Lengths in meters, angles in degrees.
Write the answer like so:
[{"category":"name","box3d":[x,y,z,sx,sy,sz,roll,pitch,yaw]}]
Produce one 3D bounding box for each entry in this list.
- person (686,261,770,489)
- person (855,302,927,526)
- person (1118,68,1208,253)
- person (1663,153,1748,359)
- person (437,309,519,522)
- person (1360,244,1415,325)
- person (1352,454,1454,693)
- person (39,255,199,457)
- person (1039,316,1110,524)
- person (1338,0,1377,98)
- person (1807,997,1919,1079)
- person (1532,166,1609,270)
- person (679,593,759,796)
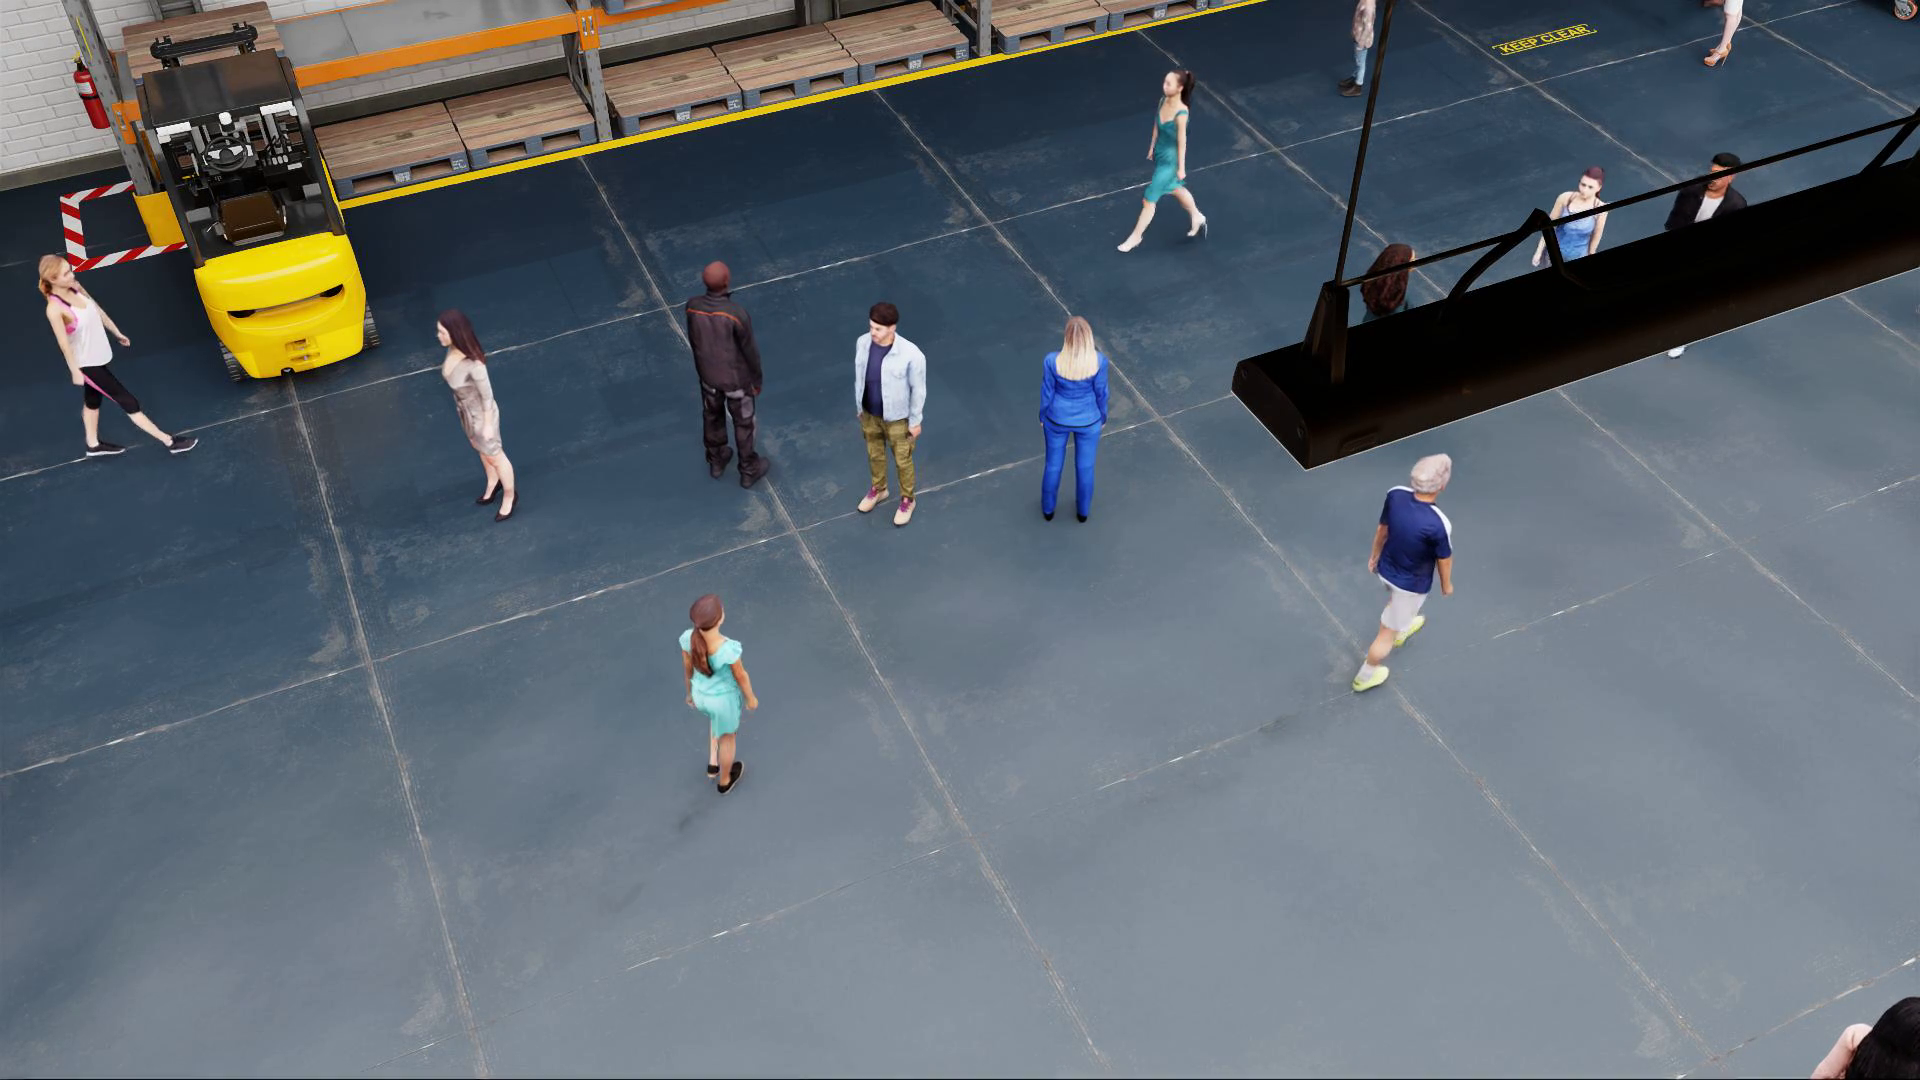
[{"category":"person","box3d":[-1.659,-1.169,11.743,0.777,1.817,0.832,15,46,15]},{"category":"person","box3d":[-0.490,-0.882,11.447,0.762,1.809,0.779,21,47,21]},{"category":"person","box3d":[1.821,-3.178,13.976,1.072,1.645,0.656,-13,45,-13]},{"category":"person","box3d":[5.726,-2.245,12.890,0.731,1.792,0.765,-30,51,-28]},{"category":"person","box3d":[-3.326,-0.873,11.483,0.588,1.746,0.638,-28,50,-27]},{"category":"person","box3d":[3.085,-1.467,12.201,0.633,1.617,0.631,-12,45,-12]},{"category":"person","box3d":[2.681,0.255,10.252,1.009,1.811,0.708,-23,48,-22]},{"category":"person","box3d":[-6.307,-1.271,11.901,1.181,1.746,0.897,-3,44,-3]},{"category":"person","box3d":[0.778,-0.815,11.457,0.657,1.698,0.768,4,44,4]},{"category":"person","box3d":[3.903,-4.882,16.091,0.589,1.194,0.553,4,44,5]},{"category":"person","box3d":[4.186,2.669,7.784,0.697,1.719,0.700,24,49,23]},{"category":"person","box3d":[4.770,-2.247,13.050,0.860,1.574,1.134,30,51,28]},{"category":"person","box3d":[-1.457,0.950,9.711,0.656,1.550,0.703,22,48,22]}]
